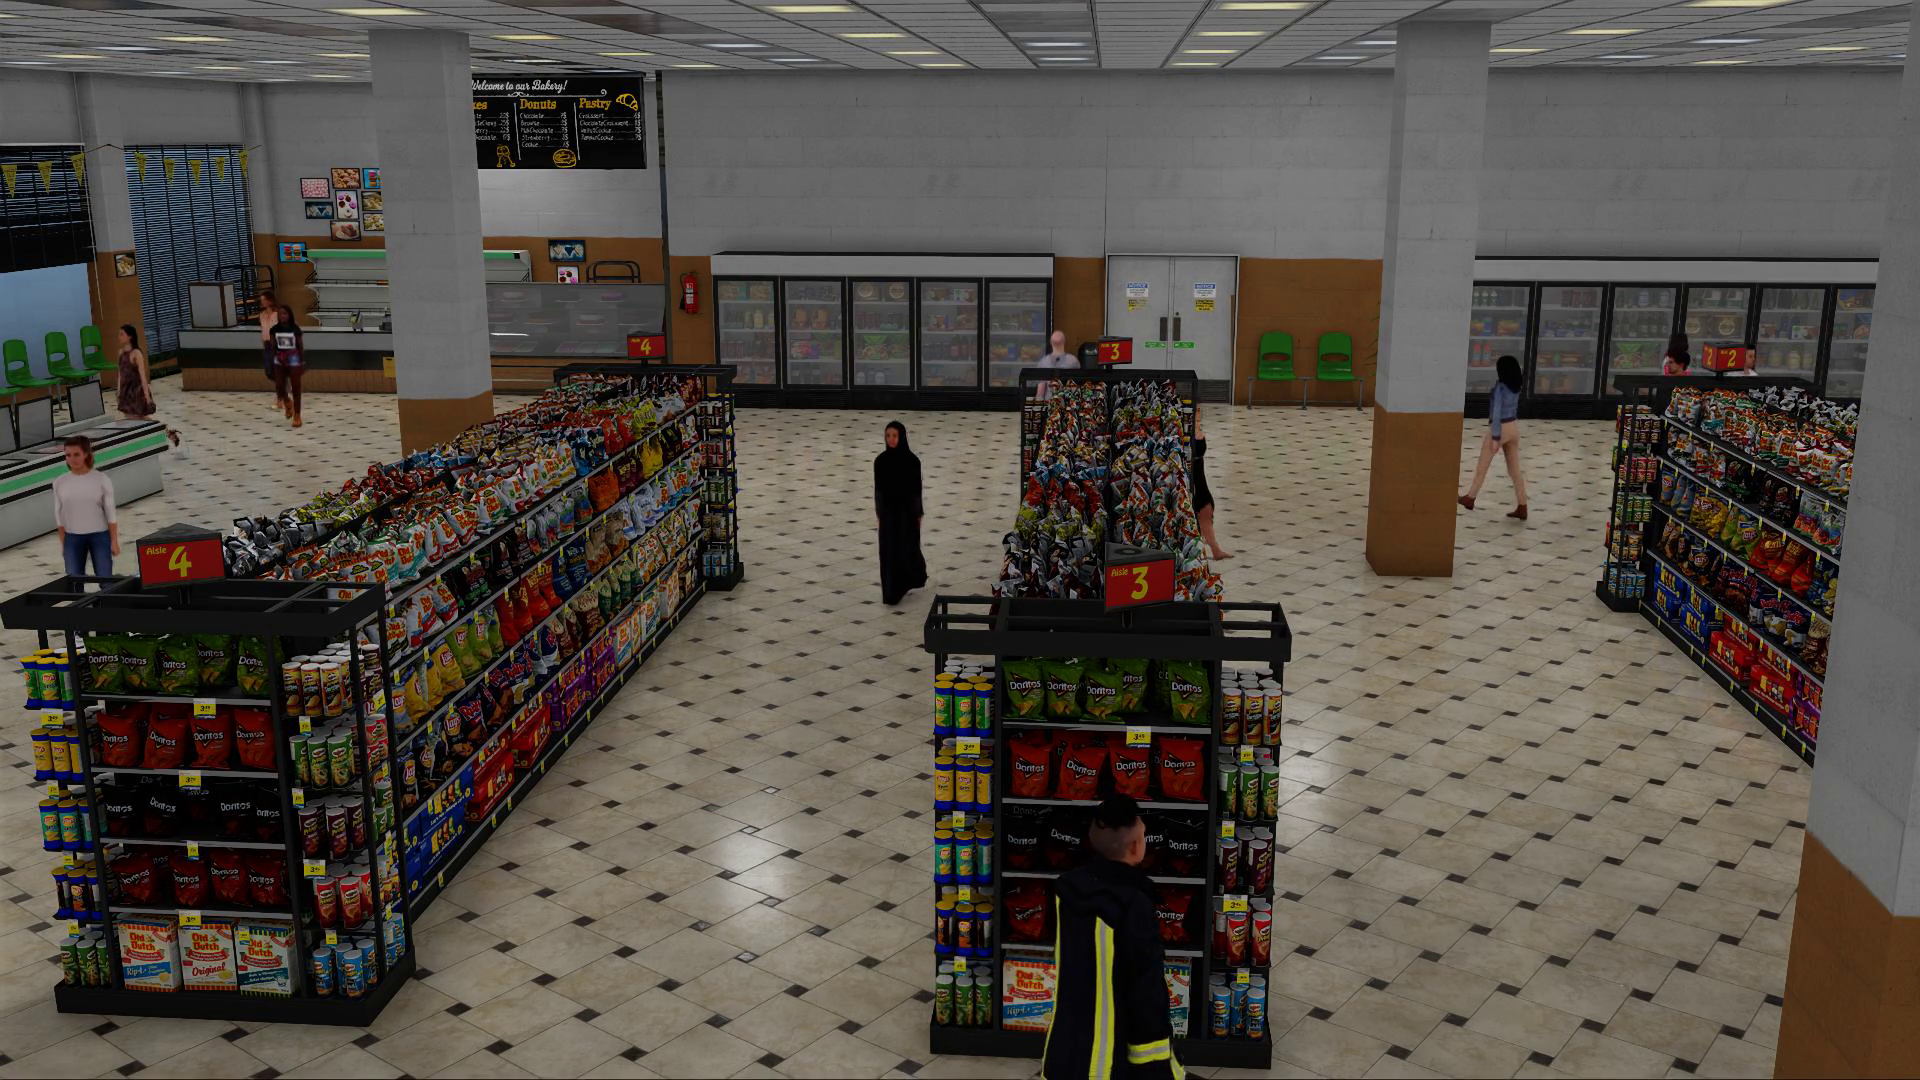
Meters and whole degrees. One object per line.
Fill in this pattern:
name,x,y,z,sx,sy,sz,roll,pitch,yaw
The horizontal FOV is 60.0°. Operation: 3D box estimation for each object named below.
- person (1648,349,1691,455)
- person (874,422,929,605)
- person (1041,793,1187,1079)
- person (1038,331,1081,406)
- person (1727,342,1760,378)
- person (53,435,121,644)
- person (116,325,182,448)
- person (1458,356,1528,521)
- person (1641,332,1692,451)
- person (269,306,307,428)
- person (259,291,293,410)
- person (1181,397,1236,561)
person,7.667,-1.096,17.663,0.746,1.837,0.631,-1,14,-4
person,-0.509,-0.256,14.700,0.679,1.603,0.865,4,14,15
person,0.478,1.772,5.808,1.079,1.853,1.020,-9,16,-34
person,1.156,-1.504,19.414,0.778,1.806,1.202,3,14,13
person,8.534,-1.255,18.350,1.114,1.823,1.214,-10,17,-34
person,-7.001,0.006,13.425,0.817,1.693,1.033,-4,14,-14
person,-10.205,-1.795,20.733,0.981,1.750,1.160,10,17,35
person,5.847,-1.044,17.695,1.064,1.722,1.242,-8,16,-28
person,9.142,-1.812,21.176,0.805,1.574,1.083,-3,14,-11
person,-9.508,-2.466,23.582,0.731,1.711,0.846,-3,14,-10
person,-10.266,-2.869,25.112,0.711,1.772,0.890,5,14,18
person,2.122,-0.557,15.999,0.993,1.576,1.115,9,16,32
